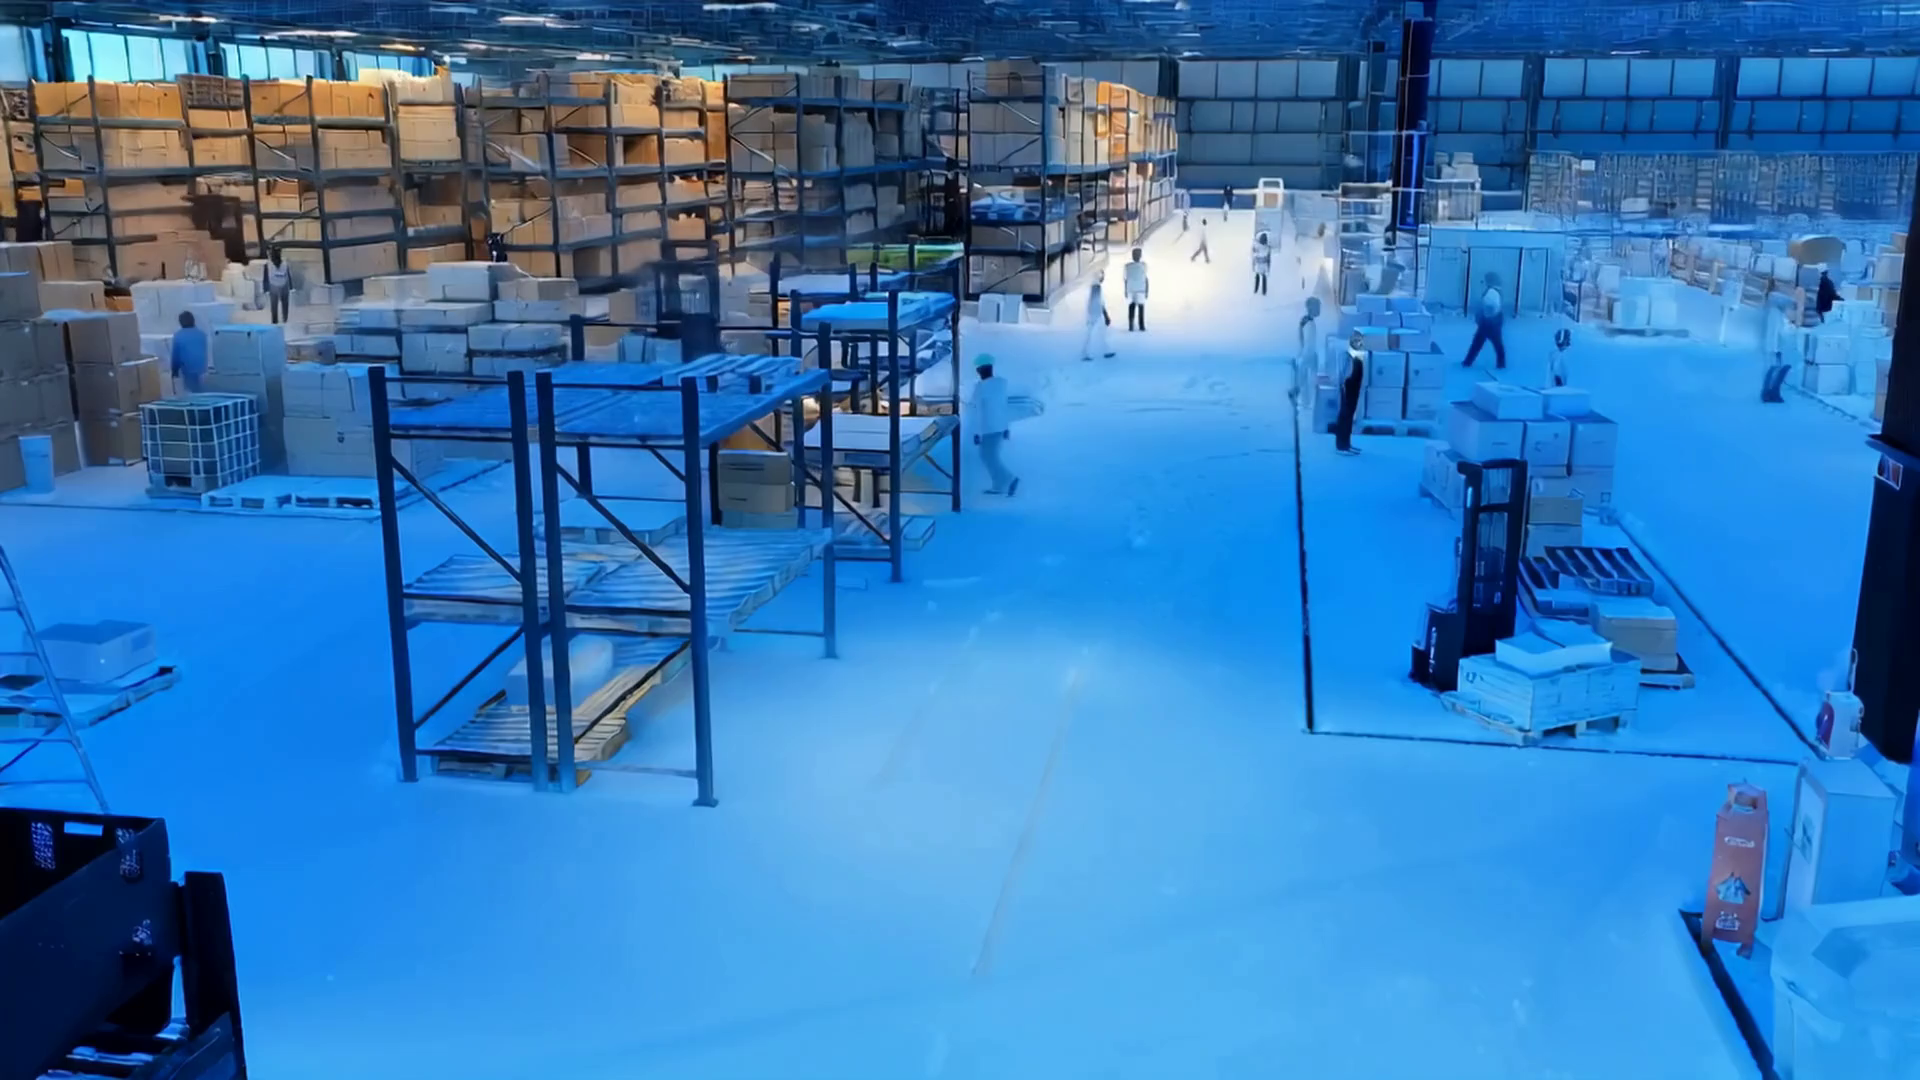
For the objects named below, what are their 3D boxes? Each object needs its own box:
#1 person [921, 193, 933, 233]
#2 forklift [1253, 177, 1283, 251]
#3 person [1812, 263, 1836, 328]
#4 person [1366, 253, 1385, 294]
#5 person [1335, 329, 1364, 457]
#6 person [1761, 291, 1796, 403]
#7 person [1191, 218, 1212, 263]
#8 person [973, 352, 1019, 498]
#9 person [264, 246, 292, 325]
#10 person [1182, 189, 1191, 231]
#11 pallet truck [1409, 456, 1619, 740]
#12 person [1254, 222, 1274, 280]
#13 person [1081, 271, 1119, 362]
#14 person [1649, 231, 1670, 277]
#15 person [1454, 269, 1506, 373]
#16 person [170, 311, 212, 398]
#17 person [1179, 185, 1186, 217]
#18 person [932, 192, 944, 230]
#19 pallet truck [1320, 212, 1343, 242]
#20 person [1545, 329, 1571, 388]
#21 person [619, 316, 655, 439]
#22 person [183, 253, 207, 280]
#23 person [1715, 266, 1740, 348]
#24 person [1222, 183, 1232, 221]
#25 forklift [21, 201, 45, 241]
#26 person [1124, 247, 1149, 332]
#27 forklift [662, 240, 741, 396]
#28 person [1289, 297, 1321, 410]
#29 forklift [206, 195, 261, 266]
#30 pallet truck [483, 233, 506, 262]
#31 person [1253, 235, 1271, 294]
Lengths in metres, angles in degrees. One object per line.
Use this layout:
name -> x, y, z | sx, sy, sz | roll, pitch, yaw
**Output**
person -> -1.507, -14.280, 73.196 | 0.653, 1.894, 0.976 | 6, 15, 23
forklift -> 12.083, -12.747, 64.956 | 1.129, 2.768, 1.873 | 3, 14, 10
person -> 17.810, -4.718, 34.291 | 0.690, 1.954, 0.627 | 6, 15, 24
person -> 10.255, -6.315, 41.352 | 0.528, 1.666, 0.834 | -11, 17, -37
person -> 5.634, -2.130, 23.987 | 0.326, 1.842, 0.517 | 11, 17, 37
person -> 14.119, -3.308, 28.595 | 0.496, 1.924, 0.569 | 2, 14, 10
person -> 8.569, -10.601, 58.848 | 0.738, 1.609, 0.499 | 2, 14, 10
person -> 0.457, -1.433, 21.092 | 0.642, 1.877, 0.602 | 10, 17, 35
person -> -16.434, -6.108, 40.014 | 0.395, 1.909, 0.646 | 13, 19, 42
person -> 10.624, -15.414, 77.717 | 0.351, 1.942, 0.547 | 13, 19, 43
pallet truck -> 4.504, 0.400, 13.395 | 0.823, 1.965, 1.885 | -6, 15, -23
person -> 9.554, -9.082, 52.323 | 0.590, 1.800, 0.901 | 2, 14, 7
person -> 2.871, -4.532, 33.759 | 0.914, 1.828, 0.524 | -2, 14, -8
person -> 20.516, -8.187, 48.810 | 0.550, 1.731, 0.812 | 4, 14, 16
person -> 10.192, -4.263, 32.240 | 0.991, 2.000, 0.699 | 10, 17, 35
person -> -11.795, -2.579, 25.694 | 0.911, 1.914, 0.641 | 6, 15, 22
person -> 12.129, -18.317, 89.949 | 0.554, 1.723, 0.786 | 1, 14, 4
person -> -1.036, -15.351, 77.593 | 0.553, 1.889, 0.984 | 0, 14, -2
pallet truck -> 15.874, -13.227, 70.310 | 0.680, 1.201, 1.601 | 10, 17, 35
person -> 8.475, -2.054, 23.621 | 0.329, 1.874, 0.518 | 2, 14, 9
person -> -4.913, -2.458, 25.279 | 0.580, 1.864, 0.782 | 2, 14, 6
person -> -19.199, -6.401, 41.767 | 0.536, 1.623, 0.451 | -9, 16, -32
person -> 16.603, -5.029, 35.914 | 0.523, 1.769, 0.320 | -10, 17, -35
person -> 13.867, -17.546, 86.356 | 0.605, 1.950, 0.380 | -7, 16, -28
forklift -> -23.929, -7.381, 43.171 | 1.873, 2.768, 1.129 | -5, 15, -19
person -> 4.123, -5.839, 38.791 | 0.614, 1.963, 0.362 | 6, 15, 22
forklift -> -4.454, -3.638, 27.975 | 1.129, 2.768, 1.873 | 3, 14, 10
person -> 5.854, -3.114, 27.856 | 0.444, 1.903, 0.593 | 2, 14, 8
forklift -> -20.921, -8.470, 47.591 | 1.129, 2.768, 1.873 | 3, 14, 10
pallet truck -> -11.832, -7.026, 43.548 | 1.885, 1.965, 0.823 | 8, 16, 28
person -> 8.715, -7.932, 47.914 | 0.540, 1.670, 0.787 | 0, 14, -2
